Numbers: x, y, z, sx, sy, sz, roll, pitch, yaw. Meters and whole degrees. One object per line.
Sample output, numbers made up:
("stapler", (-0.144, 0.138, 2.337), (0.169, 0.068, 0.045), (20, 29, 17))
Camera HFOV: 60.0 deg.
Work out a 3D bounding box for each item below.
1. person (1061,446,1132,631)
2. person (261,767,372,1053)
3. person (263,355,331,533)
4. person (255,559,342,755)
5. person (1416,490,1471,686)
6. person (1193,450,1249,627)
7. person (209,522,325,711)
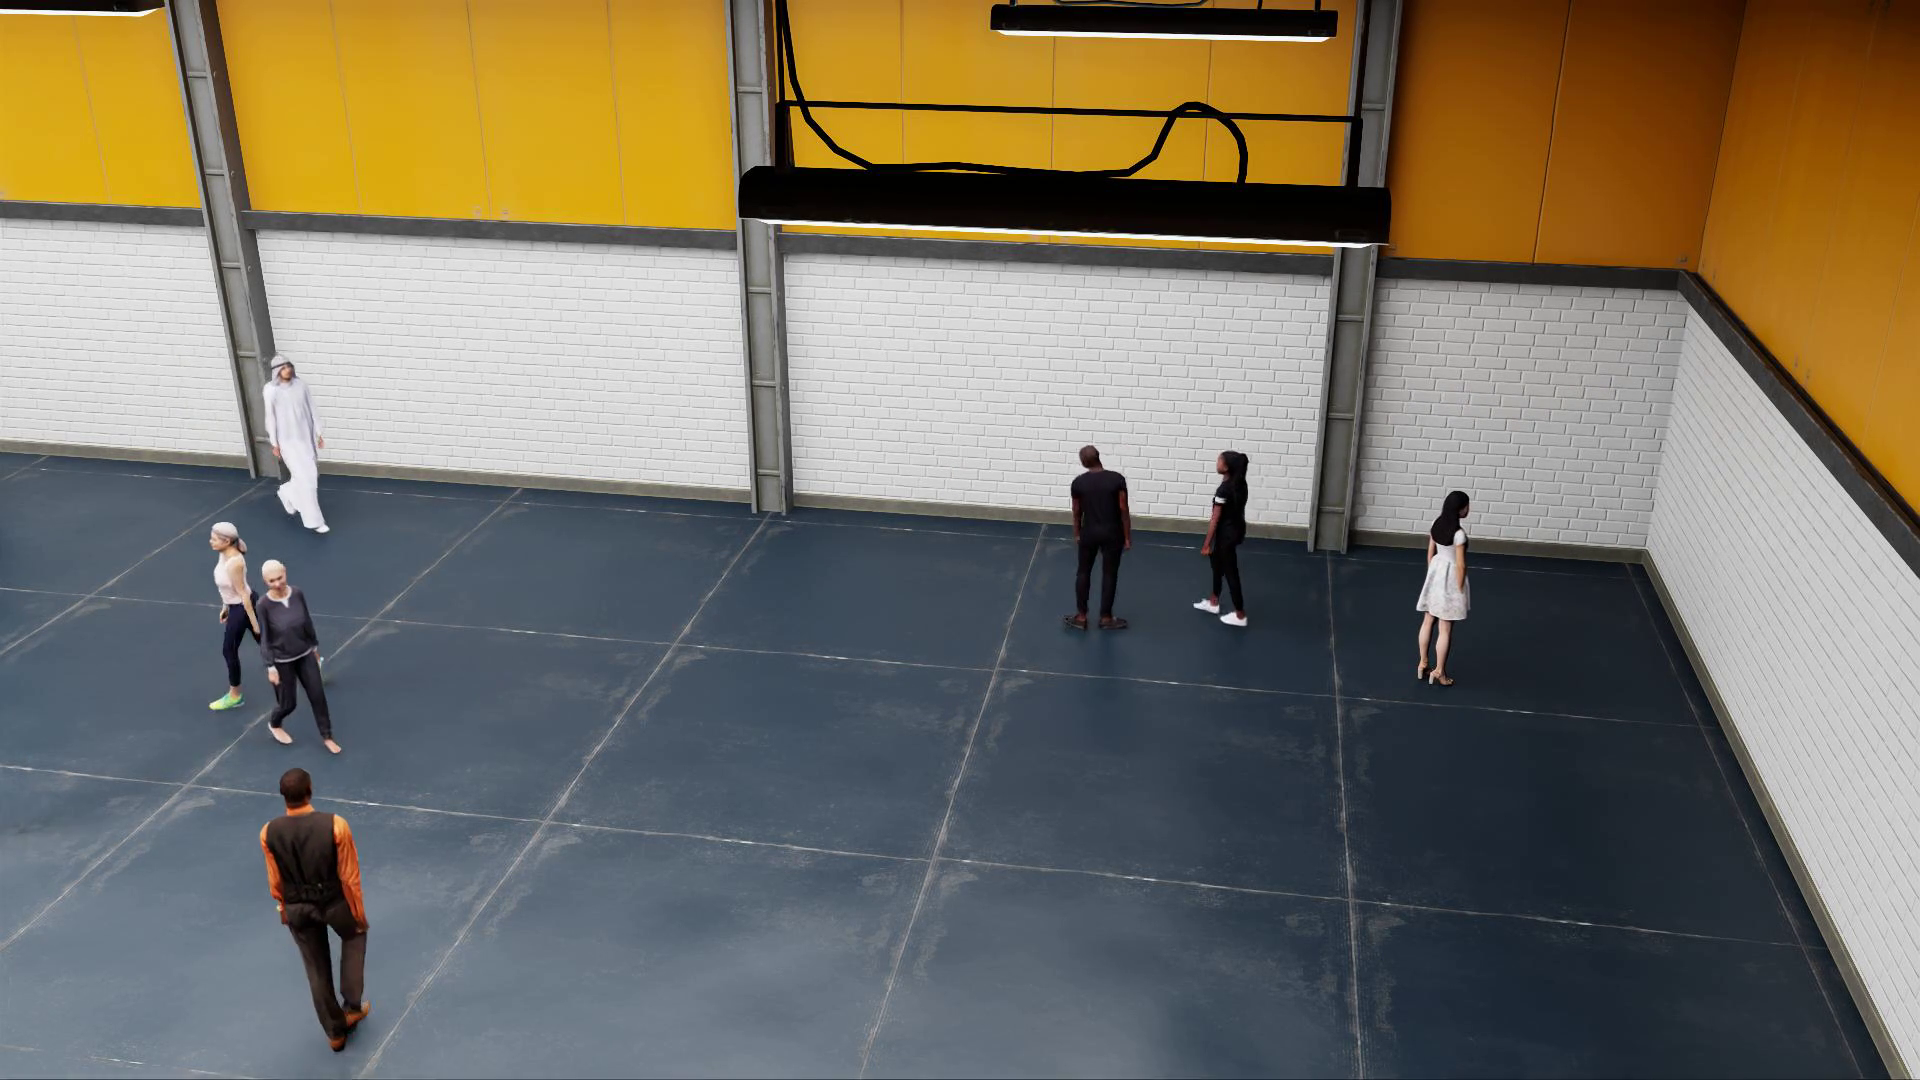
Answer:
("person", (1.340, 0.000, 15.332), (0.552, 1.790, 0.862), (14, 27, 29))
("person", (-3.864, 2.273, 9.999), (0.759, 1.897, 0.874), (-3, 24, -7))
("person", (-7.075, -1.049, 17.598), (1.237, 1.897, 0.957), (14, 27, 29))
("person", (-5.416, 0.918, 13.336), (1.009, 1.706, 0.892), (16, 28, 33))
("person", (4.193, 0.413, 14.406), (0.818, 1.775, 0.776), (-11, 26, -24))
("person", (2.571, -0.002, 15.428), (0.946, 1.716, 0.832), (14, 27, 28))
("person", (-5.953, 0.609, 14.096), (1.238, 1.664, 1.054), (-10, 26, -22))
